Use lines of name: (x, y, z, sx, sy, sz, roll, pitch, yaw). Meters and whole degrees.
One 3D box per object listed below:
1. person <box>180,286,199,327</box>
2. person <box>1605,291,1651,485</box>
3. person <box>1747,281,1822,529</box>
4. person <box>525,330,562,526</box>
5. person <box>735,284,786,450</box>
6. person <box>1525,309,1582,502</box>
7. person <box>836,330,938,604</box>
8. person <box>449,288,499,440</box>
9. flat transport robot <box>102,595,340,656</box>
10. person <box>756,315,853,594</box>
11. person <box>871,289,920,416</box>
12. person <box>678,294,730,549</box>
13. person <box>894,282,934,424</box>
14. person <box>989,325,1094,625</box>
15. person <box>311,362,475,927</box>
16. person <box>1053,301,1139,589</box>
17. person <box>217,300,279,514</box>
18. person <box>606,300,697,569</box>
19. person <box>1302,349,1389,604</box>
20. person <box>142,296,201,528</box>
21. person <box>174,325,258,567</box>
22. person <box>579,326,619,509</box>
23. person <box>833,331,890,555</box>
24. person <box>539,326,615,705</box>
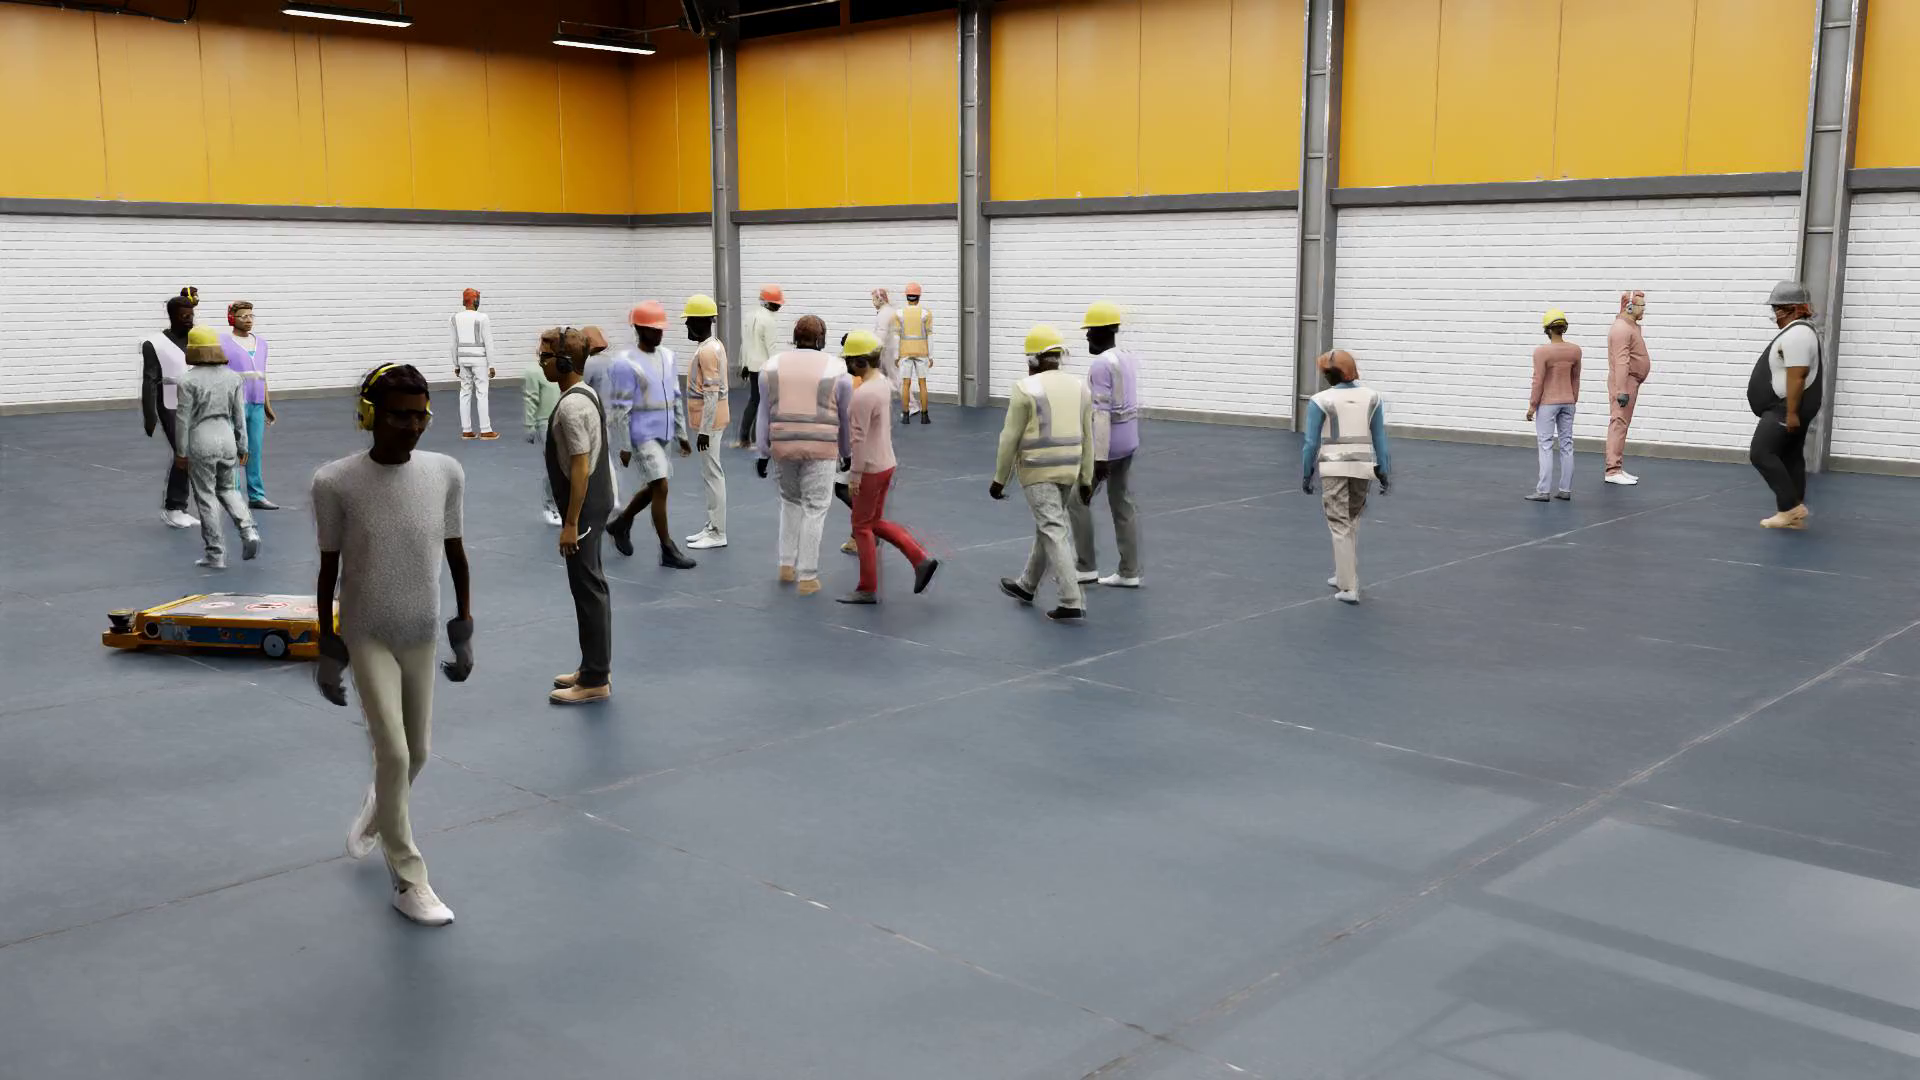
person: (-10.862, -2.645, 23.550, 0.327, 1.874, 0.518, -7, 12, -37)
person: (6.601, -1.506, 16.458, 0.408, 1.905, 0.653, 4, 10, 24)
person: (6.662, -1.083, 13.454, 0.541, 2.000, 0.690, 6, 11, 31)
person: (-3.306, -0.922, 13.779, 0.519, 1.618, 0.503, 8, 12, 40)
person: (-2.315, -2.013, 19.451, 0.510, 1.944, 0.713, -5, 10, -28)
person: (5.409, -1.224, 15.182, 0.523, 1.760, 0.327, -3, 10, -19)
person: (-0.485, -0.444, 10.425, 0.561, 1.742, 0.535, 2, 10, 14)
person: (-6.031, -2.178, 20.638, 0.573, 1.887, 0.355, 3, 10, 16)
flat transport robot: (-3.981, 0.465, 9.371, 1.431, 0.197, 0.652, 2, 9, 10)
person: (-0.995, -0.573, 11.017, 0.642, 1.816, 0.680, 2, 9, 13)
person: (-1.023, -2.682, 23.889, 0.990, 1.850, 0.683, 1, 9, 6)
person: (-1.939, -0.897, 12.660, 0.367, 1.927, 0.587, -1, 9, -9)
person: (-0.630, -2.550, 22.766, 0.551, 1.935, 0.372, 0, 9, 0)
person: (0.487, -0.406, 10.117, 0.595, 1.778, 0.915, -8, 12, -40)
person: (-1.906, 0.311, 5.576, 0.524, 1.834, 0.793, -7, 12, -37)
person: (0.900, -0.622, 11.032, 0.703, 1.899, 0.628, 4, 10, 25)
person: (-6.249, -1.158, 14.500, 0.388, 1.847, 0.563, 4, 10, 24)
person: (-2.269, -0.758, 11.892, 0.878, 1.909, 0.576, 5, 11, 29)
person: (2.434, -0.421, 10.704, 0.544, 1.605, 0.692, -2, 10, -13)
person: (-6.367, -1.042, 13.638, 0.520, 1.895, 0.598, 3, 10, 19)
person: (-5.272, -0.649, 11.740, 0.414, 1.728, 0.493, 6, 11, 32)
person: (-3.278, -1.076, 14.687, 0.611, 1.608, 0.538, 3, 10, 18)
person: (-0.701, -0.685, 12.135, 0.570, 1.666, 0.647, -6, 11, -32)
person: (-1.871, -0.118, 8.133, 0.348, 1.846, 0.506, -1, 9, -5)
